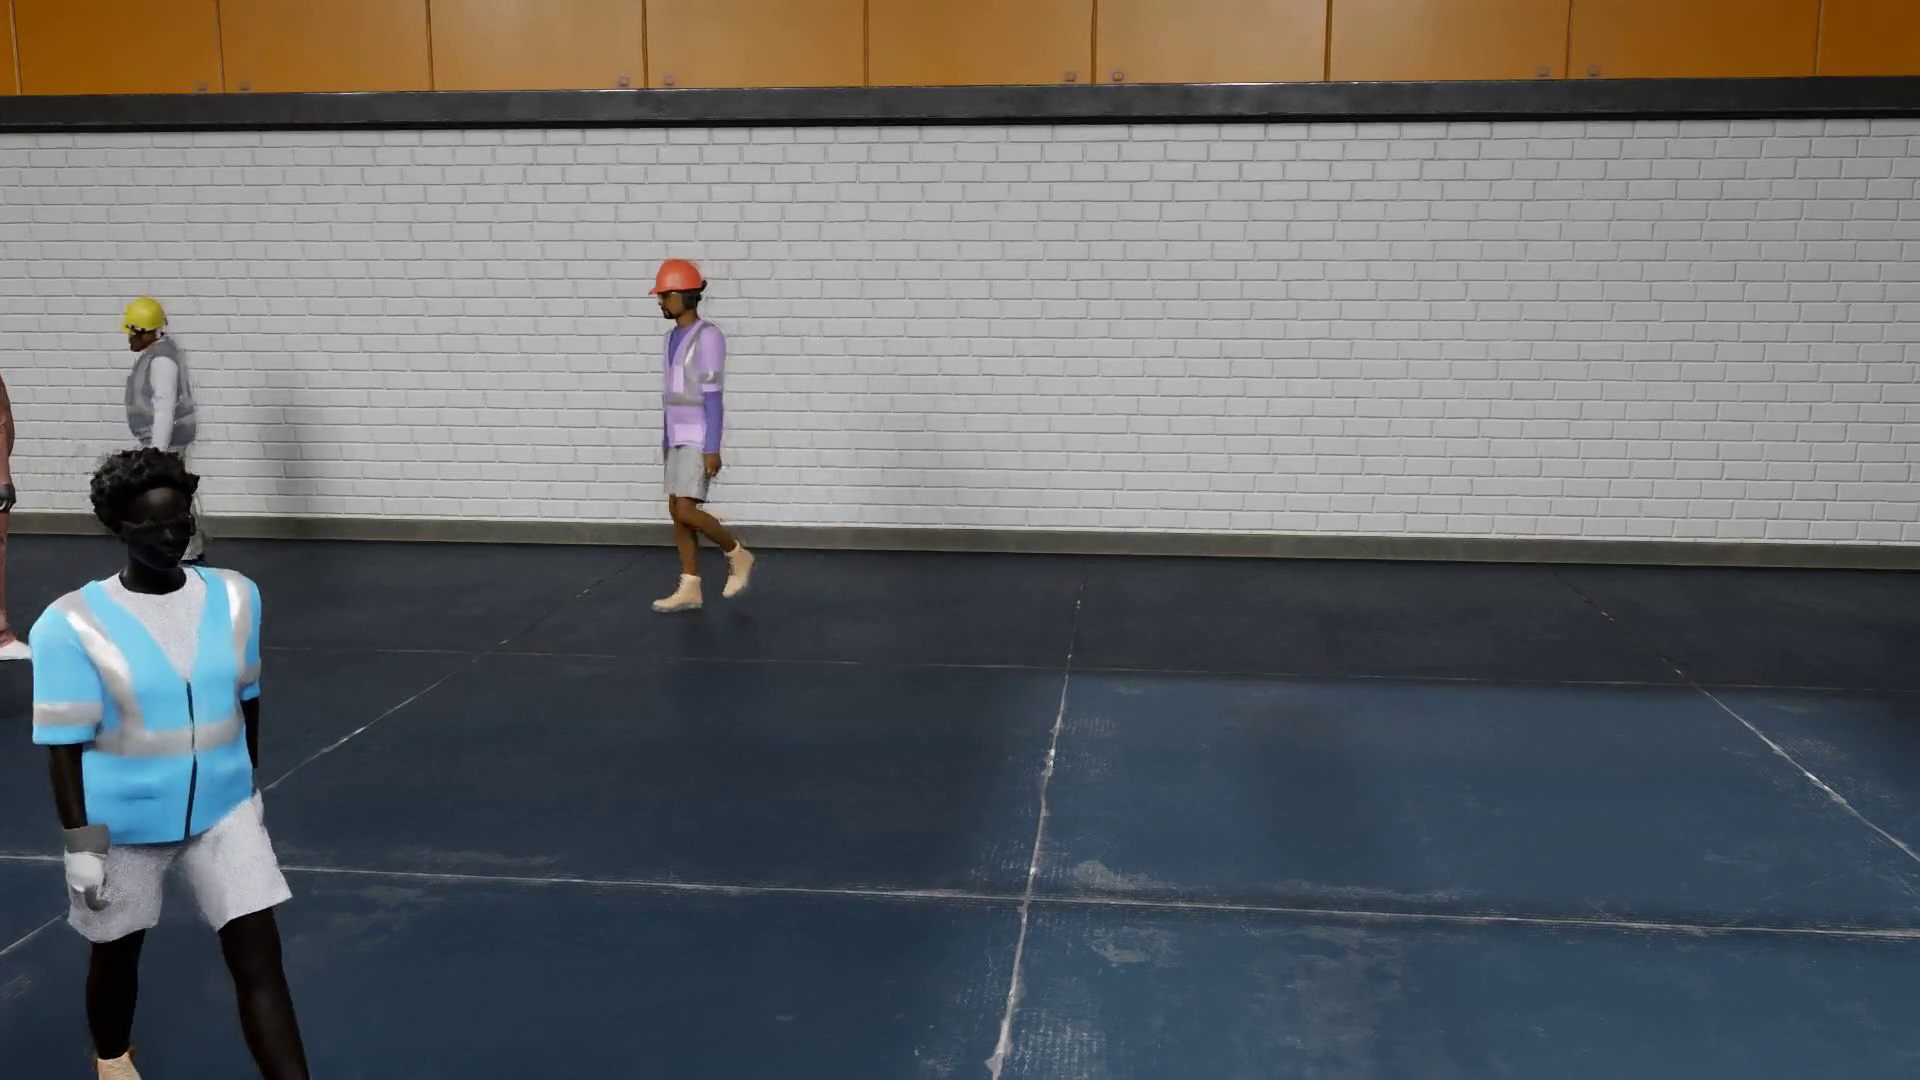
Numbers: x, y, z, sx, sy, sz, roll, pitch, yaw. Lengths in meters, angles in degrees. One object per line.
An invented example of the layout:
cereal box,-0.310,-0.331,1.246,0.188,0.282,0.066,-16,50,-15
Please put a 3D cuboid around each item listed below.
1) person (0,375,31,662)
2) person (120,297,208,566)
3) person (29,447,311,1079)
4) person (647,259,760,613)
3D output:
person,-4.981,-0.333,8.400,0.636,1.911,0.405,5,11,29
person,-5.092,-0.662,10.652,0.441,1.782,0.732,-5,11,-26
person,-1.728,0.619,3.690,0.896,1.637,0.538,9,13,41
person,-1.499,-0.586,9.511,0.528,2.024,0.631,-7,12,-34
